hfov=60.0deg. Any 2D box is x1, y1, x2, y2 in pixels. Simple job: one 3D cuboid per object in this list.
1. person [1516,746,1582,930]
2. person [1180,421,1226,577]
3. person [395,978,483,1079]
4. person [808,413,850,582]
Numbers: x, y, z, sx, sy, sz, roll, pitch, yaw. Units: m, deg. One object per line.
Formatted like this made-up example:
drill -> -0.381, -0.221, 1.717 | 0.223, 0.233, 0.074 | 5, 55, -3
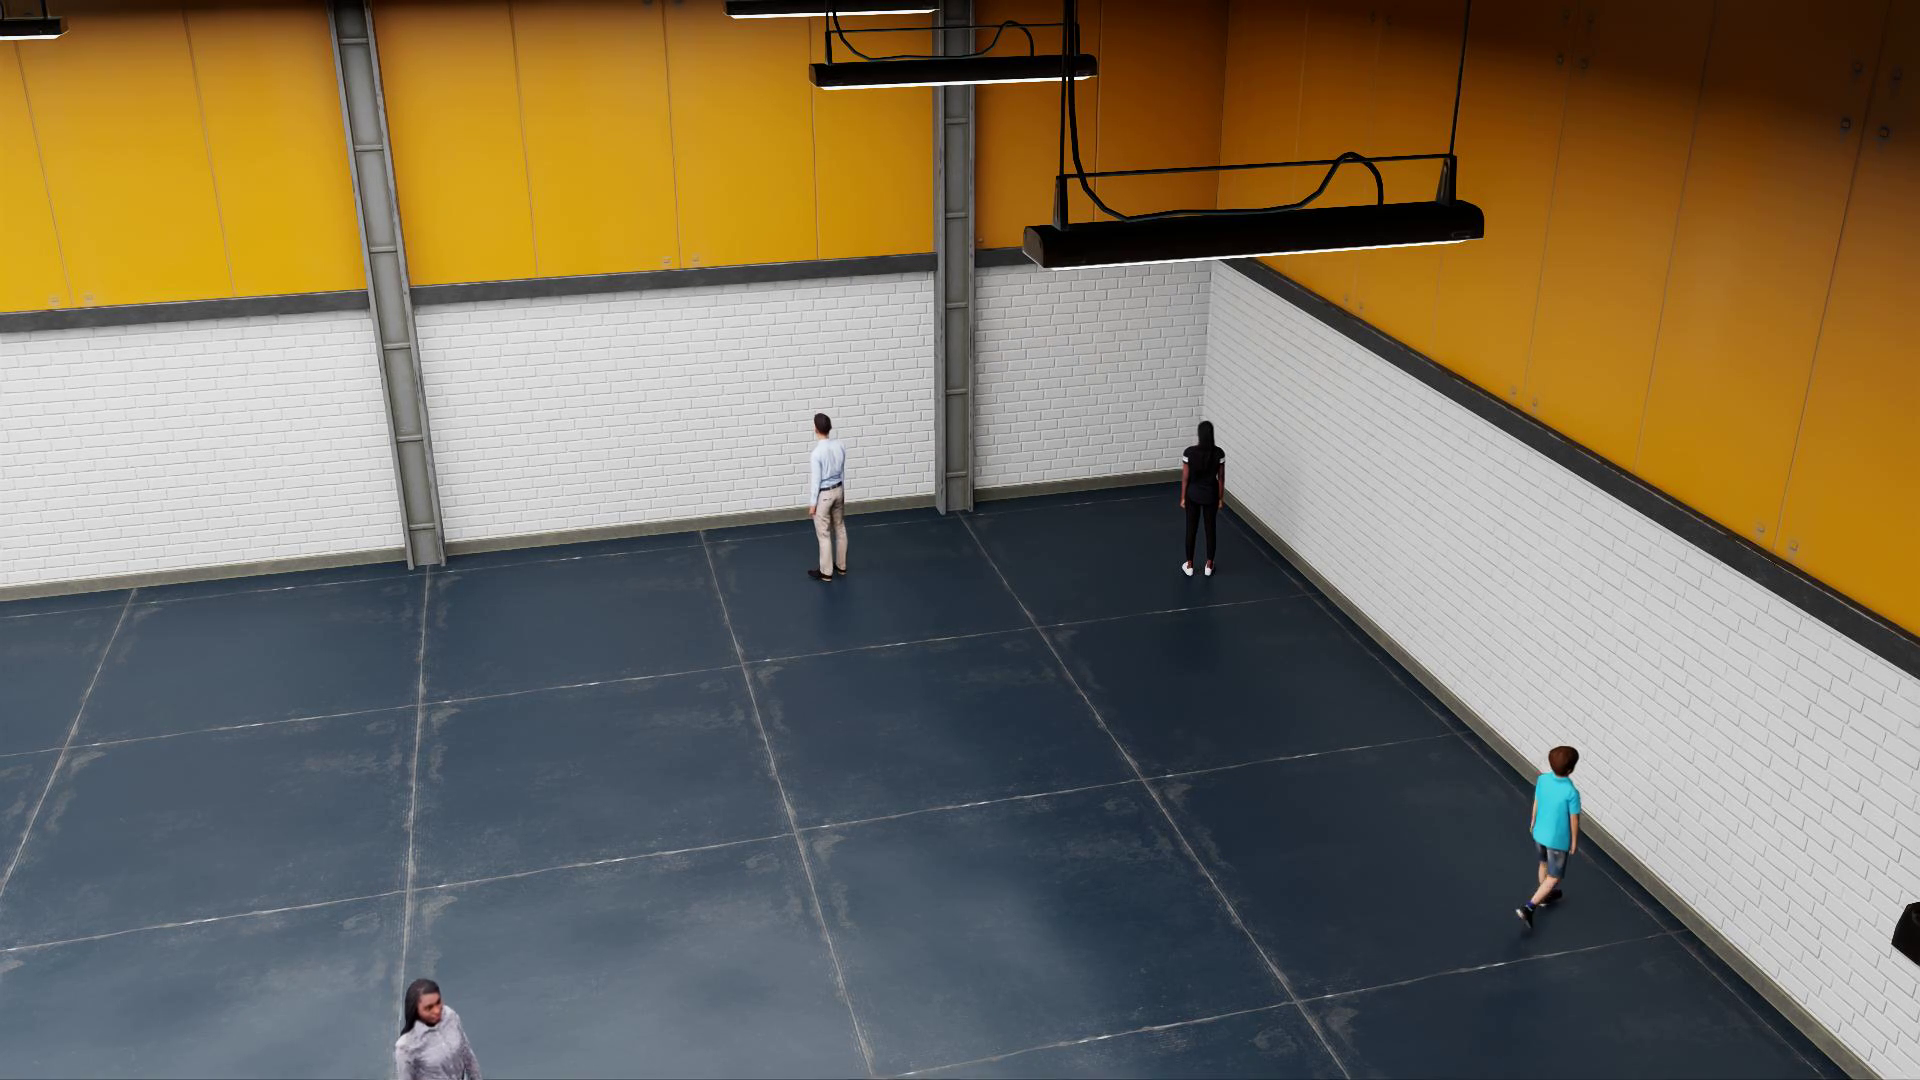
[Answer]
person -> 4.293, 2.161, 12.132 | 0.961, 1.432, 0.709 | -15, 28, -30
person -> 2.583, -0.456, 17.734 | 0.617, 1.742, 0.745 | 2, 24, 4
person -> -3.002, 3.194, 9.462 | 1.187, 1.679, 1.138 | 14, 27, 29
person -> -1.398, -0.454, 17.599 | 0.809, 1.845, 0.715 | 20, 31, 39
